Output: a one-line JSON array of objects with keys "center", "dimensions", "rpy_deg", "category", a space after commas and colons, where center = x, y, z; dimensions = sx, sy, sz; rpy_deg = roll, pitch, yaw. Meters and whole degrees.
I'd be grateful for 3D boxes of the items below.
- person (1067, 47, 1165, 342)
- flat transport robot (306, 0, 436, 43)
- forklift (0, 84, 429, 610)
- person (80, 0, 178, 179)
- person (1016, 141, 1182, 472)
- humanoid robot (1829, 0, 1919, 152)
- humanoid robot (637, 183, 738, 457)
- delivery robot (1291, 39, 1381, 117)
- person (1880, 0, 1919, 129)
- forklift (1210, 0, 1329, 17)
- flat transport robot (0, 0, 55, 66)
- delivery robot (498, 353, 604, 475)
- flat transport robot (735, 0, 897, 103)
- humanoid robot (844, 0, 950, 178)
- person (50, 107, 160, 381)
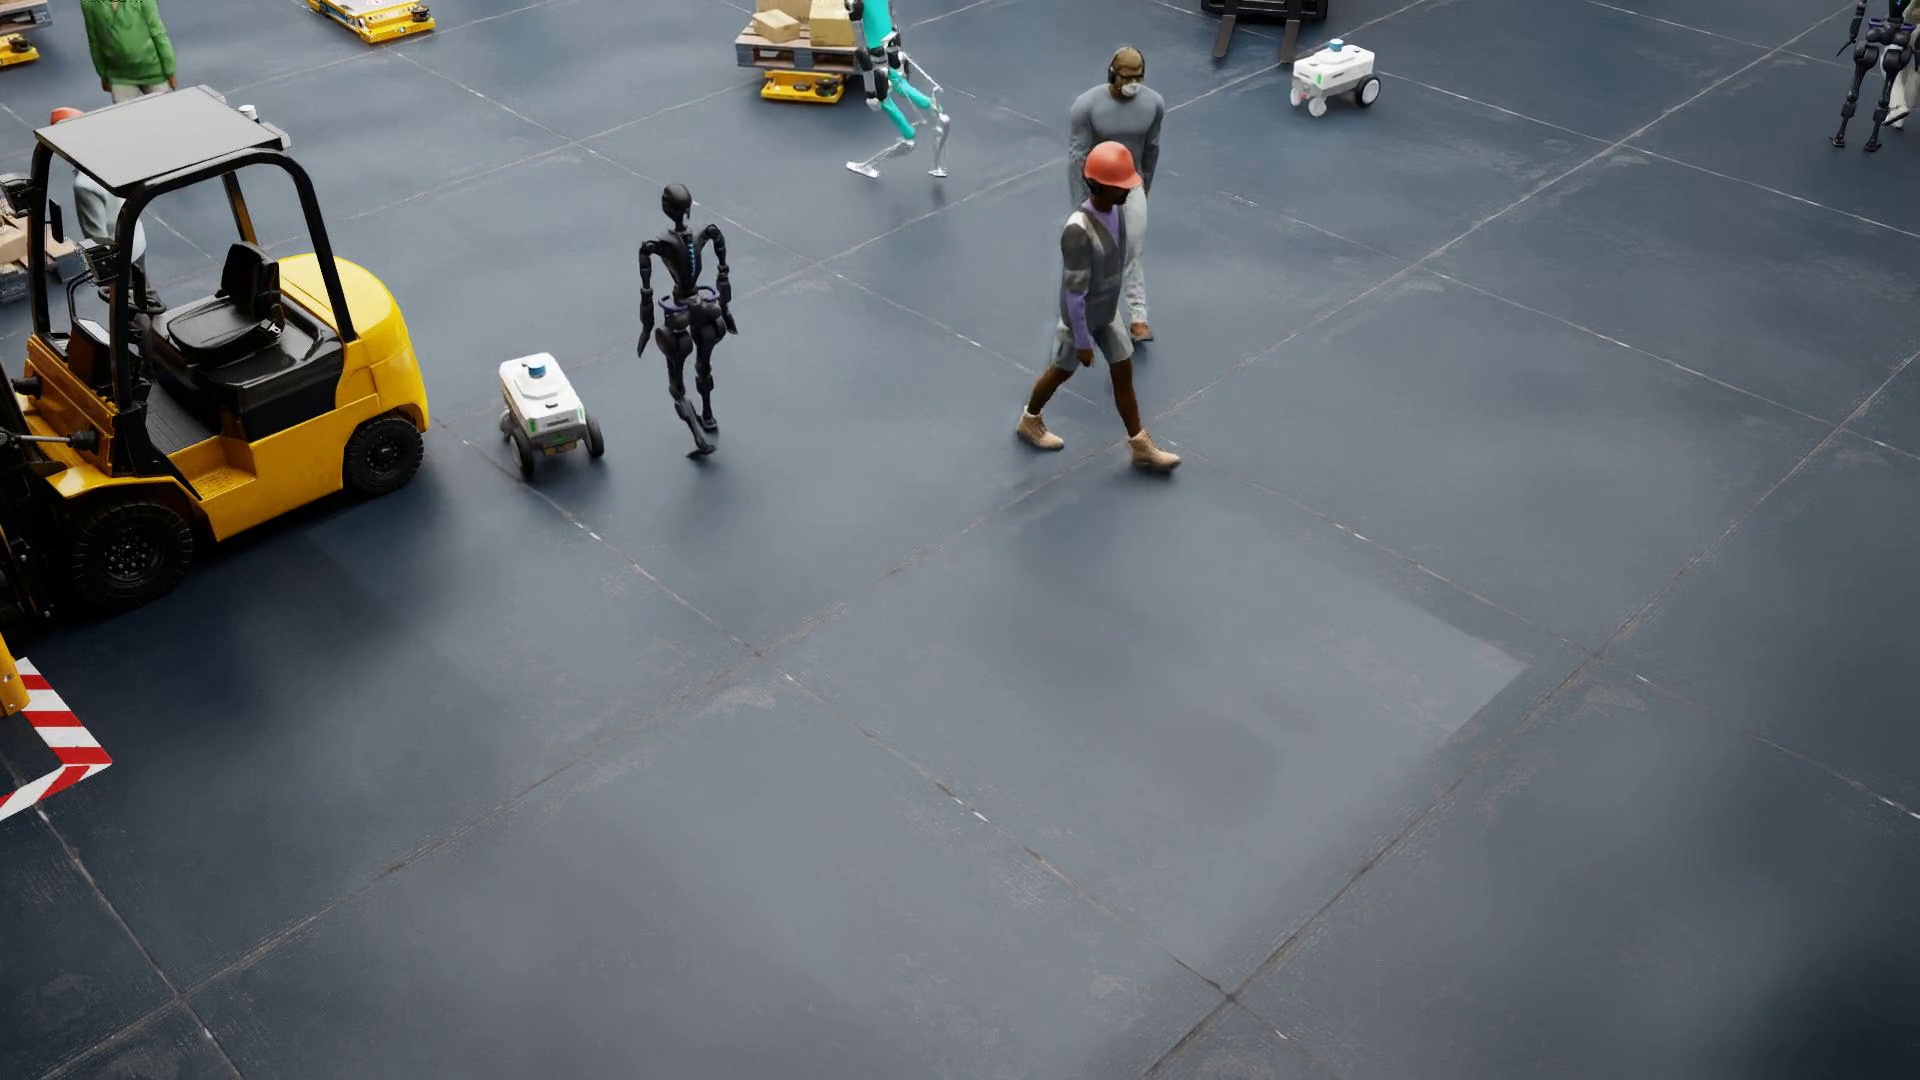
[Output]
[{"center": [0.986, -2.222, 10.624], "dimensions": [0.651, 1.880, 1.035], "rpy_deg": [-7, 37, -9], "category": "person"}, {"center": [-5.606, -5.049, 15.756], "dimensions": [0.659, 0.231, 1.431], "rpy_deg": [-27, 45, -31], "category": "flat transport robot"}, {"center": [-4.145, -1.093, 8.856], "dimensions": [2.313, 2.155, 1.214], "rpy_deg": [-31, 47, -34], "category": "forklift"}, {"center": [-6.130, -3.488, 12.409], "dimensions": [0.576, 1.768, 0.454], "rpy_deg": [-11, 38, -14], "category": "person"}, {"center": [0.772, -1.284, 9.287], "dimensions": [1.050, 1.984, 0.637], "rpy_deg": [20, 41, 25], "category": "person"}, {"center": [7.237, -3.896, 13.023], "dimensions": [0.599, 1.657, 0.315], "rpy_deg": [17, 40, 22], "category": "humanoid robot"}, {"center": [-1.562, -1.254, 9.523], "dimensions": [0.615, 1.657, 0.587], "rpy_deg": [-23, 42, -28], "category": "humanoid robot"}, {"center": [3.150, -3.910, 13.993], "dimensions": [0.768, 0.597, 0.501], "rpy_deg": [-24, 43, -29], "category": "delivery robot"}, {"center": [7.718, -4.093, 13.332], "dimensions": [0.547, 1.623, 0.382], "rpy_deg": [-6, 37, -8], "category": "person"}, {"center": [3.106, -6.400, 15.960], "dimensions": [1.214, 2.155, 2.313], "rpy_deg": [8, 37, 10], "category": "forklift"}, {"center": [-8.960, -4.587, 15.137], "dimensions": [0.659, 0.231, 1.431], "rpy_deg": [-26, 44, -30], "category": "flat transport robot"}, {"center": [-2.457, -0.772, 9.788], "dimensions": [0.525, 0.591, 0.763], "rpy_deg": [-17, 40, -21], "category": "delivery robot"}, {"center": [-1.238, -4.202, 14.621], "dimensions": [0.659, 0.231, 1.431], "rpy_deg": [6, 37, 8], "category": "flat transport robot"}, {"center": [-0.368, -3.392, 12.318], "dimensions": [0.962, 1.736, 0.553], "rpy_deg": [13, 39, 17], "category": "humanoid robot"}, {"center": [-5.185, -1.801, 10.186], "dimensions": [0.350, 1.731, 0.572], "rpy_deg": [-3, 37, -4], "category": "person"}]
